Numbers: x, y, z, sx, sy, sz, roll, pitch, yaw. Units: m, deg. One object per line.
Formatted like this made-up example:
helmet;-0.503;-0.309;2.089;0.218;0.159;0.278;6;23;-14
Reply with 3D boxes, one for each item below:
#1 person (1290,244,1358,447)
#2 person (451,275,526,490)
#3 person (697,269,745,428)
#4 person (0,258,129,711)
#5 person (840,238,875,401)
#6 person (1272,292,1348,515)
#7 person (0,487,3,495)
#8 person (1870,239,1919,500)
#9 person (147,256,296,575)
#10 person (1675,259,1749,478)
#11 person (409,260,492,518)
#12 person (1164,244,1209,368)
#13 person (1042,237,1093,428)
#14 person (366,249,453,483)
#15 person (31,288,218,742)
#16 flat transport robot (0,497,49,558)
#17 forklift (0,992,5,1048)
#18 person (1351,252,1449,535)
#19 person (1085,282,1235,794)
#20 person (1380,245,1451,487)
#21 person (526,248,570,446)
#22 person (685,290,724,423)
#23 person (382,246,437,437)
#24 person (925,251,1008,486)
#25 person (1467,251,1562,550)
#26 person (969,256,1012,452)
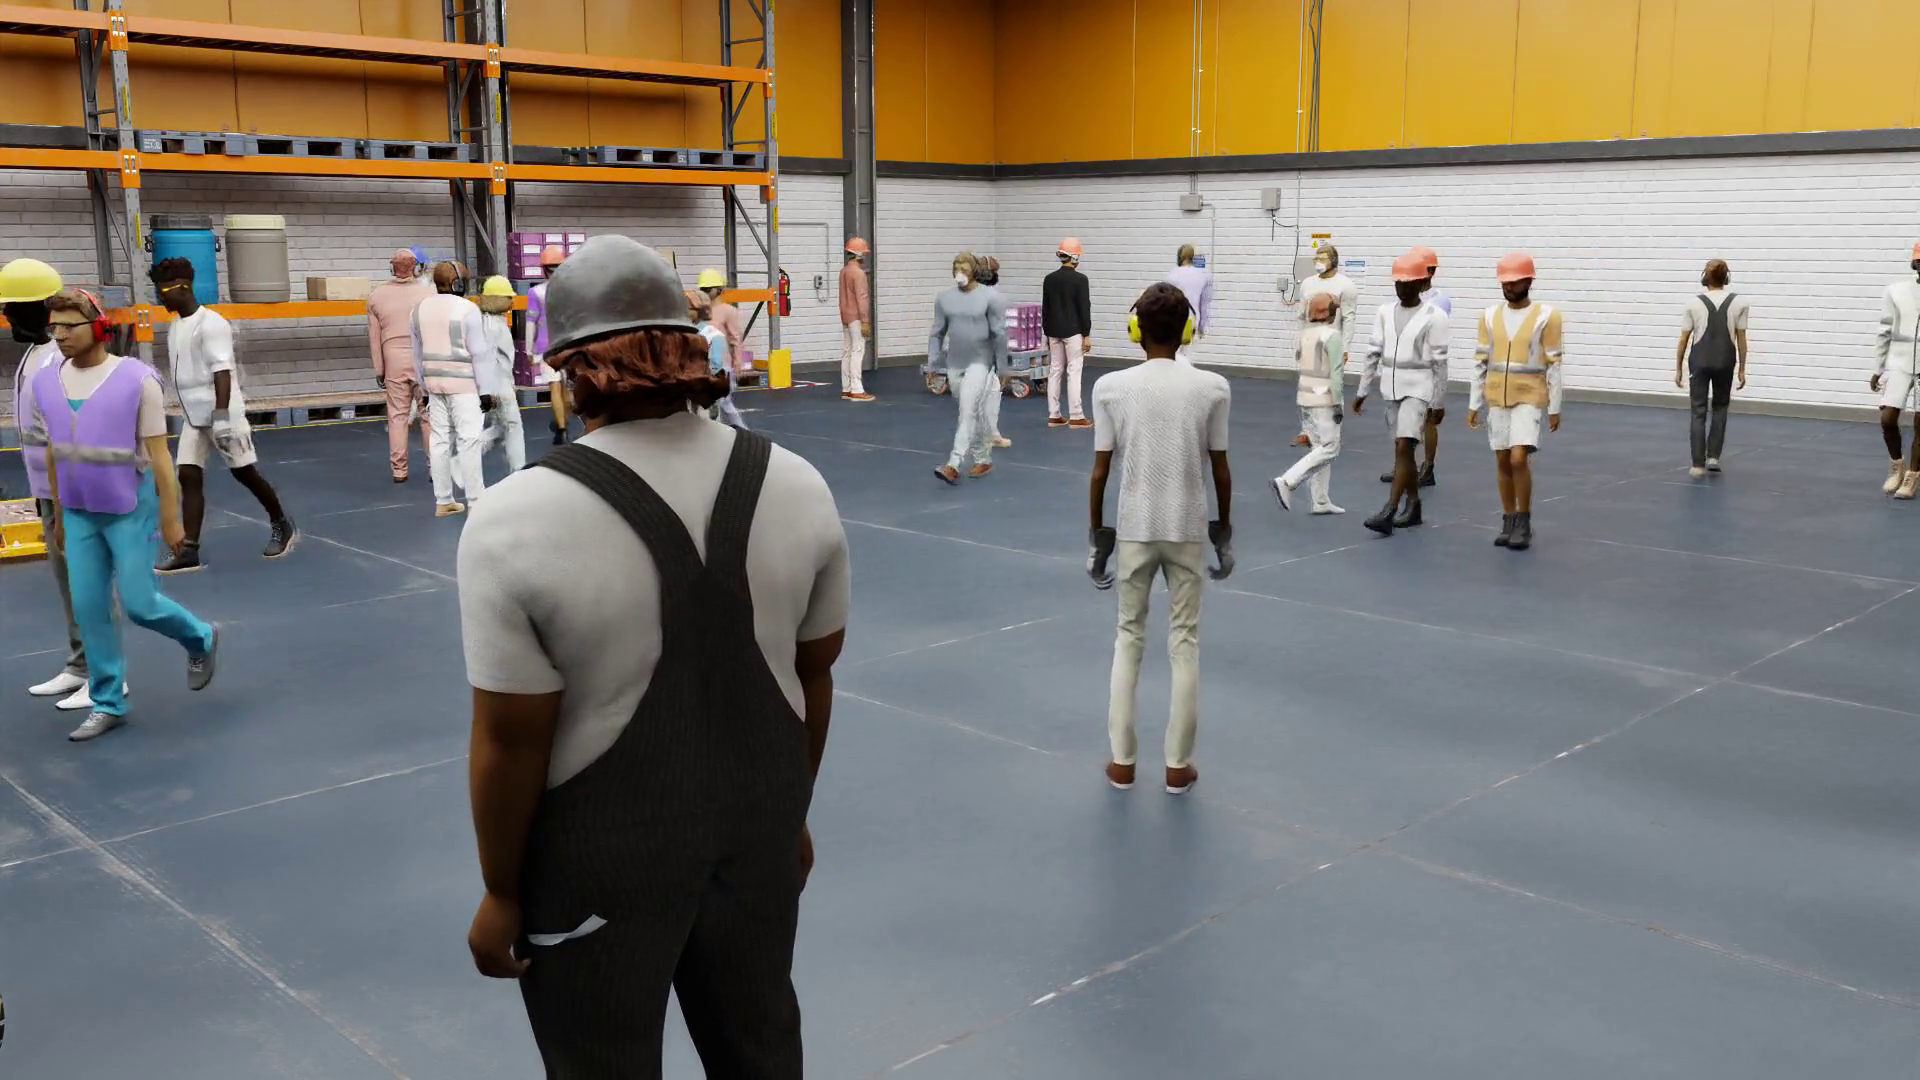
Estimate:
person;3.453;-1.831;15.808;0.372;1.940;0.631;-10;15;-44
person;-3.648;-1.198;12.956;0.709;1.719;0.490;-2;11;-13
person;-2.230;-1.616;15.236;0.542;1.720;0.919;8;13;36
person;-3.859;-0.233;7.130;0.383;1.923;0.590;-10;14;-42
person;-1.266;-2.701;20.429;0.398;1.986;0.637;-5;11;-25
person;2.529;-0.968;11.955;0.530;1.615;0.538;-2;11;-13
person;-7.141;-0.992;11.481;0.682;1.856;0.952;6;12;30
person;7.312;-1.308;12.707;0.644;2.028;0.421;9;14;40
person;-4.542;-0.778;10.187;0.693;1.907;0.974;7;13;35
person;6.311;-1.444;14.002;0.535;1.823;0.569;3;11;17
person;-3.616;-1.075;11.947;0.620;1.845;0.430;5;11;24
person;2.767;-2.629;20.215;0.643;1.923;0.705;-7;13;-34
person;1.139;-2.176;17.529;0.610;1.996;0.386;10;14;43
person;-4.477;-1.411;13.608;0.641;1.908;0.407;0;10;-3
person;-3.428;-0.127;6.847;0.591;1.819;0.669;2;11;12
flat transport robot;-6.170;-0.100;10.916;0.652;0.197;1.431;-10;15;-44
forklift;-3.245;0.323;3.363;2.313;2.155;1.214;2;11;13
person;2.946;-0.982;11.293;0.926;1.898;0.560;-8;13;-38
person;0.723;0.003;6.036;0.539;1.855;0.354;2;11;10
person;3.694;-1.397;13.442;0.356;1.939;0.543;-4;11;-23
person;-3.963;-1.881;16.196;0.569;1.893;0.893;-6;12;-31
person;-1.919;-1.000;12.125;0.544;1.625;0.375;10;14;42
person;-5.553;-1.996;16.795;0.616;1.904;0.951;9;14;40
person;0.019;-1.404;13.614;0.655;1.882;1.004;6;12;31
person;3.542;-0.890;10.730;0.554;1.915;0.554;9;14;41
person;0.304;-1.731;15.569;0.672;1.822;0.662;-3;11;-14
